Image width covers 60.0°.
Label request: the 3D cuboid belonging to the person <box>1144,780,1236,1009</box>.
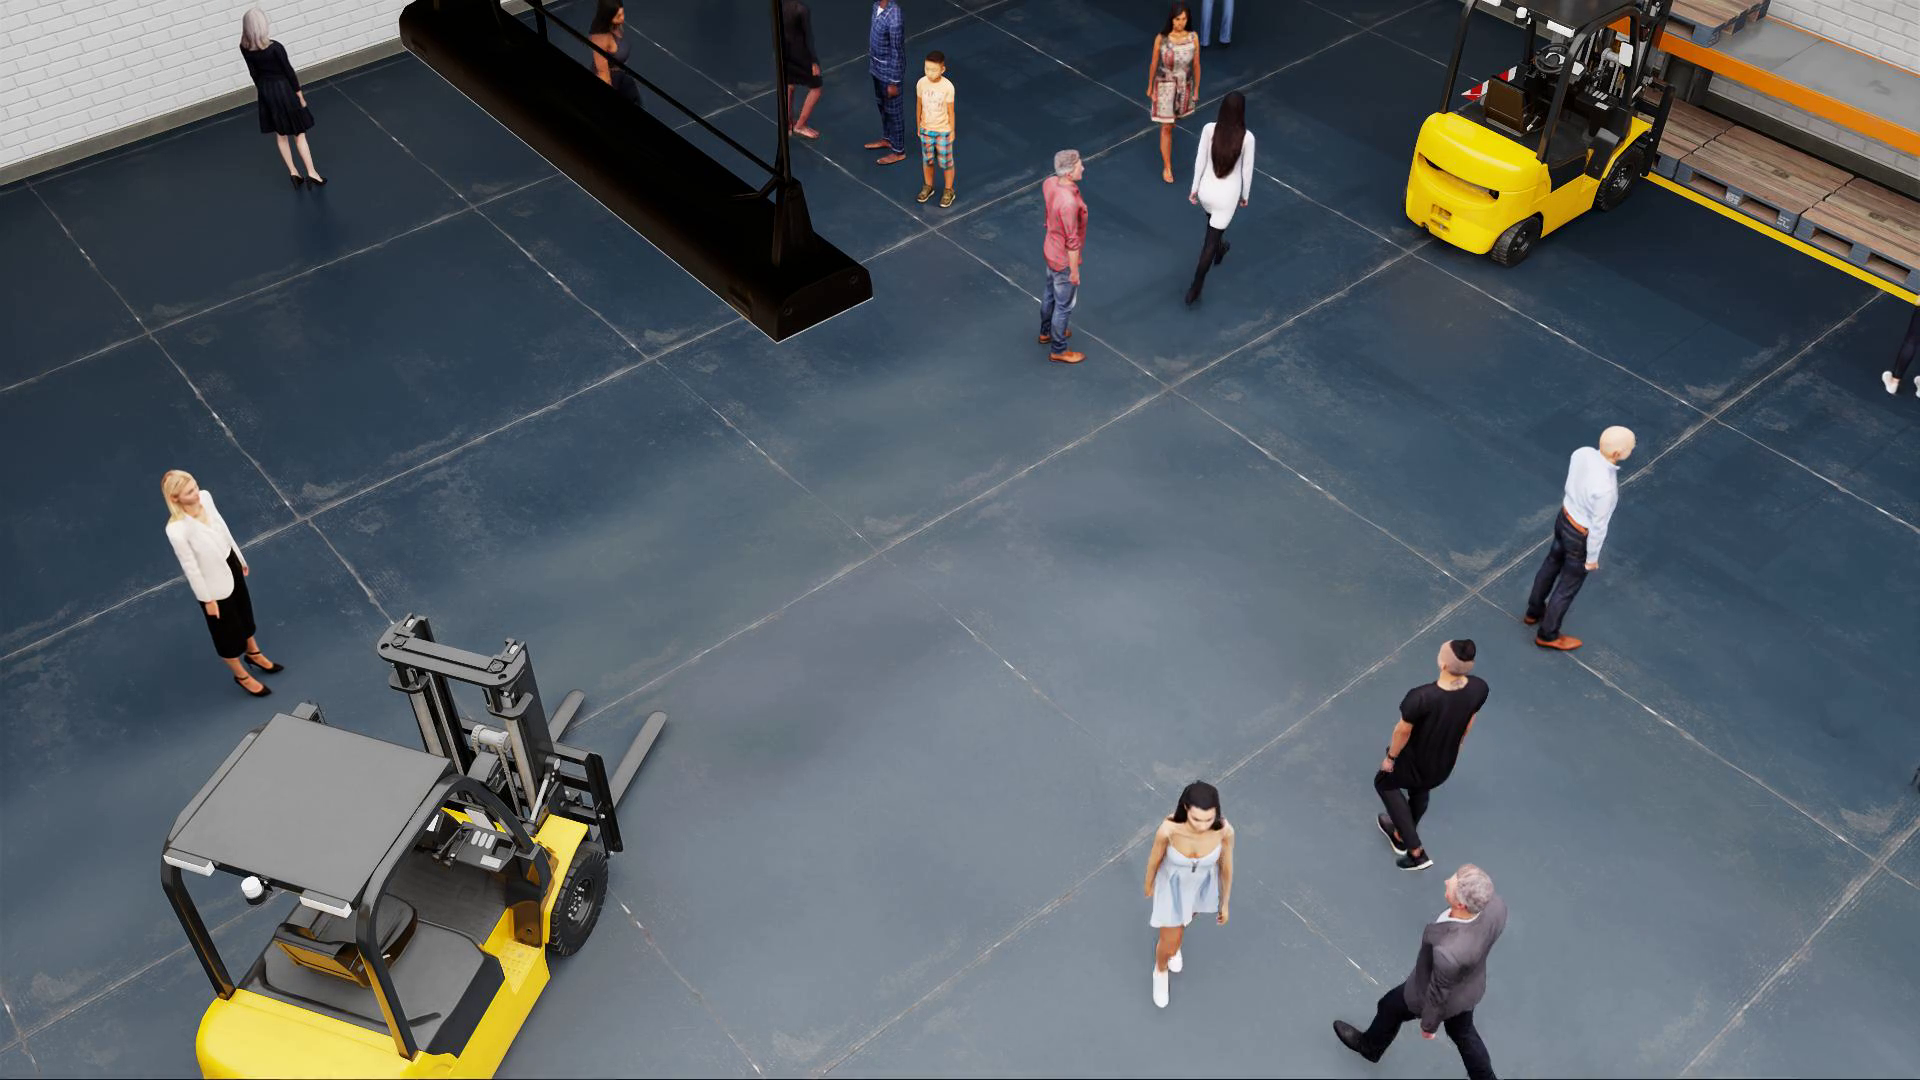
[{"bbox_3d":[1.204,1.775,8.952,0.759,1.709,0.835,-6,44,-6],"label":"person"}]

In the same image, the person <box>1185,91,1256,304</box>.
[{"bbox_3d":[2.087,-2.773,13.702,1.191,1.742,0.985,18,47,18],"label":"person"}]

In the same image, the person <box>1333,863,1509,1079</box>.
[{"bbox_3d":[2.509,2.283,8.350,0.751,1.804,1.207,-34,53,-30],"label":"person"}]

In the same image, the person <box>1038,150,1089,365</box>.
[{"bbox_3d":[0.805,-2.249,13.088,0.821,1.831,0.655,-11,45,-11],"label":"person"}]

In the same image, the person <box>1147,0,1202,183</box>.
[{"bbox_3d":[1.955,-4.202,15.293,1.015,1.617,1.173,-4,44,-4],"label":"person"}]

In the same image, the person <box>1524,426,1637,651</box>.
[{"bbox_3d":[4.007,-0.032,10.791,0.791,1.789,0.690,-5,44,-5],"label":"person"}]

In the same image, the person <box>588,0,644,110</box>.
[{"bbox_3d":[-3.246,-4.187,15.165,0.953,1.772,0.895,4,44,4],"label":"person"}]

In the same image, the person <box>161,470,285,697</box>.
[{"bbox_3d":[-4.641,0.266,10.426,0.730,1.860,0.666,3,44,3],"label":"person"}]

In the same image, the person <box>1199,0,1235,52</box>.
[{"bbox_3d":[2.645,-5.849,16.894,0.707,1.794,0.753,0,44,0],"label":"person"}]

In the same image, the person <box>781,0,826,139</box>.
[{"bbox_3d":[-1.541,-4.515,15.551,0.486,1.714,0.790,32,52,29],"label":"person"}]

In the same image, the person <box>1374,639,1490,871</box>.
[{"bbox_3d":[2.669,1.243,9.401,0.847,1.860,0.917,-14,45,-15],"label":"person"}]

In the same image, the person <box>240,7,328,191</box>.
[{"bbox_3d":[-6.098,-3.955,14.939,0.689,1.747,0.756,5,44,6],"label":"person"}]

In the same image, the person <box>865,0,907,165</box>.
[{"bbox_3d":[-0.671,-4.357,15.309,0.781,1.819,0.624,-18,46,-18],"label":"person"}]

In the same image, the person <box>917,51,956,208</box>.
[{"bbox_3d":[-0.203,-3.687,14.867,0.565,1.459,0.654,13,45,13],"label":"person"}]
